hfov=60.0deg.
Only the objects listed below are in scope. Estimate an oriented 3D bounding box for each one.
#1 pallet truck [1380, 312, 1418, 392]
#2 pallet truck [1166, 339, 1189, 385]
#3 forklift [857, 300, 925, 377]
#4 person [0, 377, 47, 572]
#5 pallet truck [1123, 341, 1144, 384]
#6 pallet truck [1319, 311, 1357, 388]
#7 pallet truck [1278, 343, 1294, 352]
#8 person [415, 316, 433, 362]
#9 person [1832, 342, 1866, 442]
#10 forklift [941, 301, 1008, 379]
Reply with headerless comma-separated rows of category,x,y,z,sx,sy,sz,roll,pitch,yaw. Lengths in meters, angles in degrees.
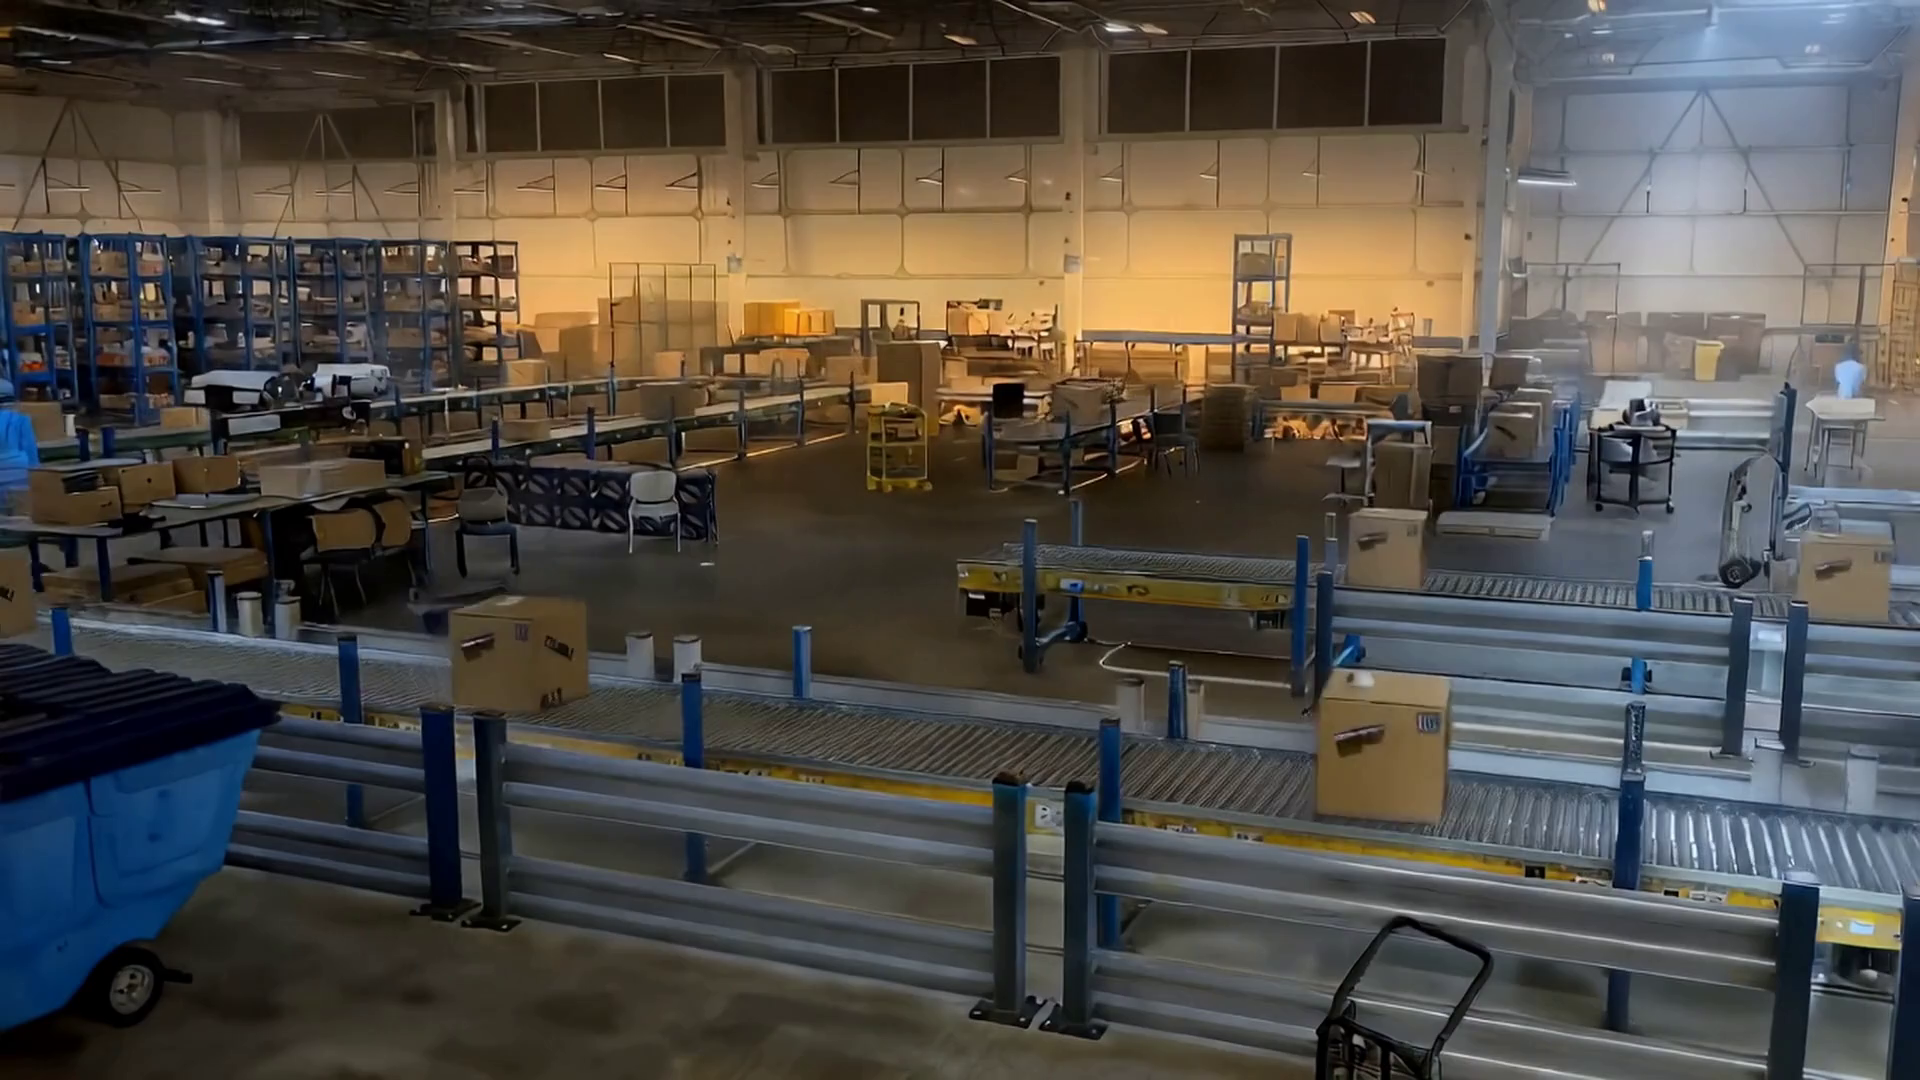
pallet truck,10.207,-4.283,38.369,0.823,1.965,1.885,3,10,20
pallet truck,5.418,-4.269,40.420,0.704,1.261,1.522,3,10,20
forklift,-1.732,-5.109,42.468,1.157,1.987,2.680,4,10,22
person,-9.343,-0.620,16.319,0.605,1.949,0.384,-1,9,-8
pallet truck,4.445,-4.380,41.279,0.680,1.201,1.601,4,10,22
pallet truck,9.071,-4.419,39.190,0.823,1.965,1.885,5,10,26
pallet truck,7.886,-4.163,39.743,0.653,1.274,1.630,4,10,22
person,-14.791,-5.508,45.915,0.646,1.949,0.970,-8,12,-39
person,13.817,-2.143,25.854,0.443,1.856,0.513,-4,10,-24
forklift,0.365,-4.966,41.571,1.157,1.987,2.680,3,10,20
